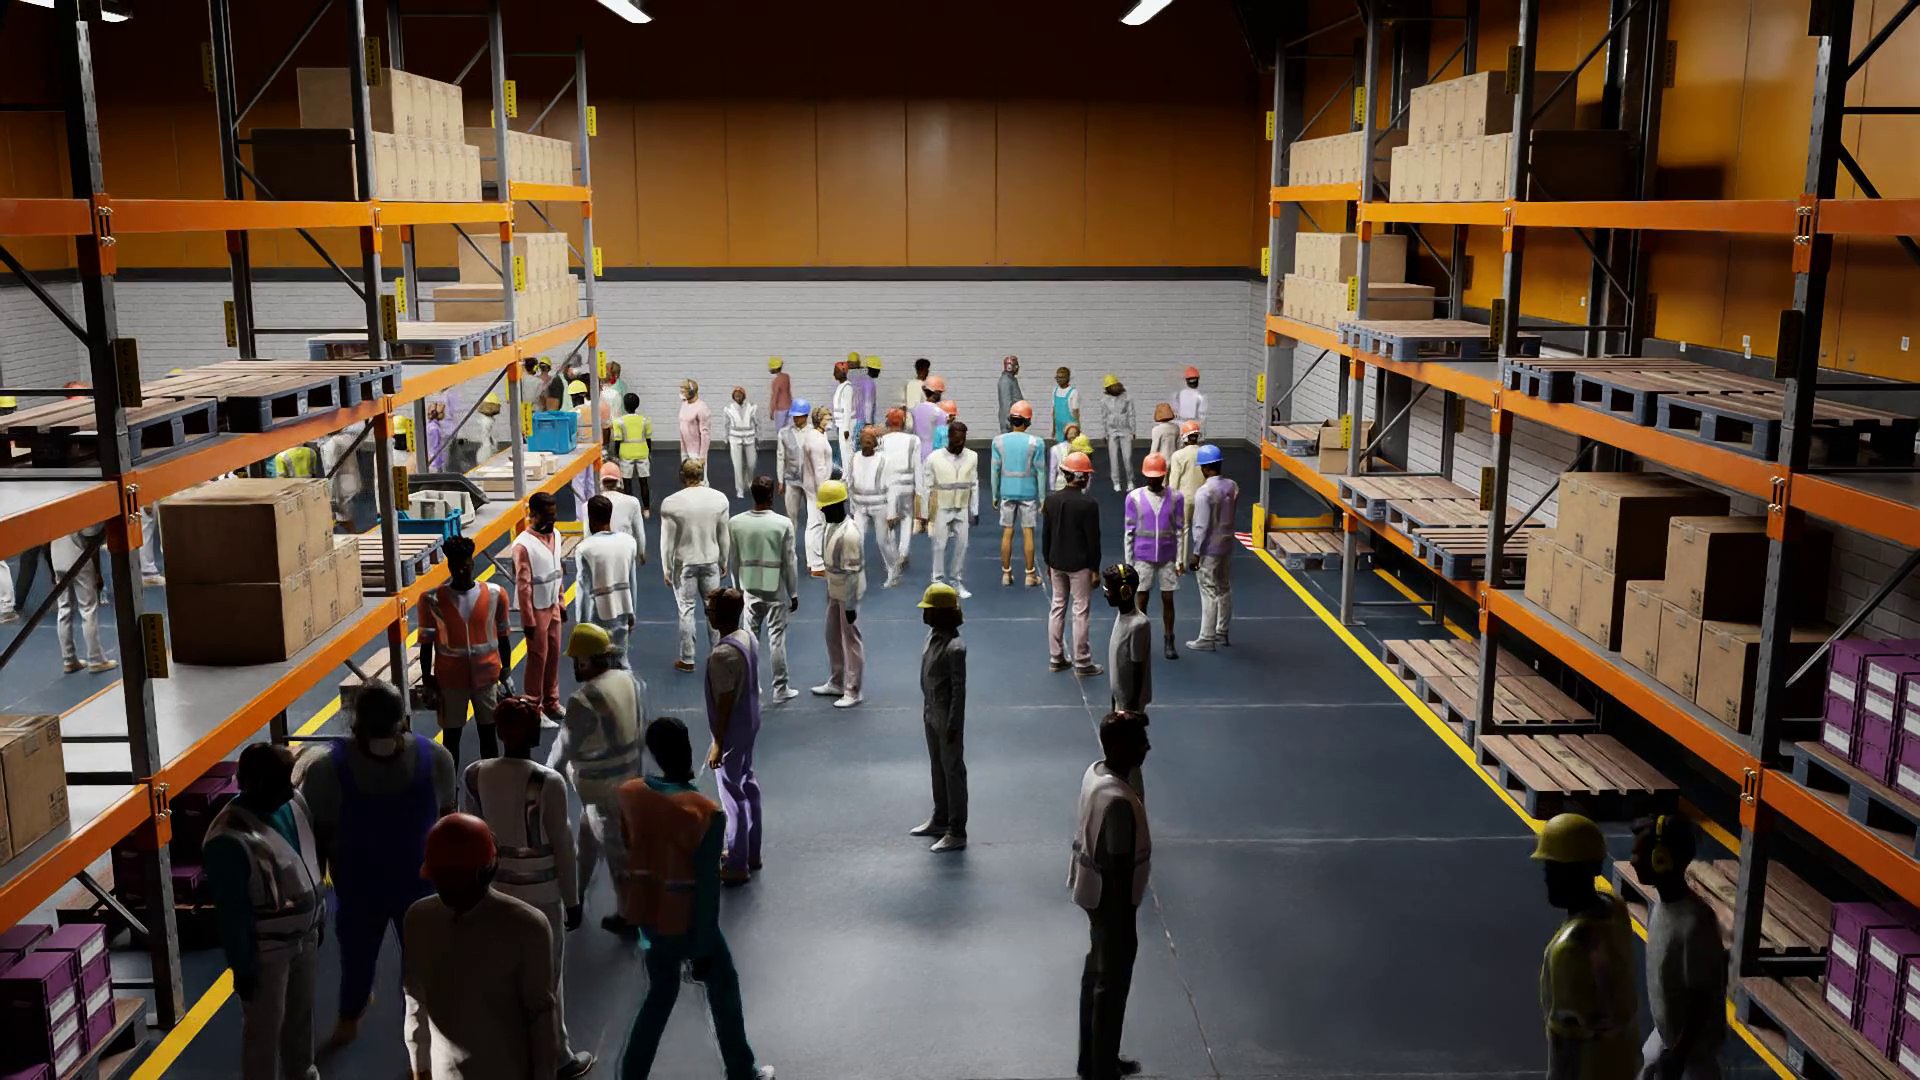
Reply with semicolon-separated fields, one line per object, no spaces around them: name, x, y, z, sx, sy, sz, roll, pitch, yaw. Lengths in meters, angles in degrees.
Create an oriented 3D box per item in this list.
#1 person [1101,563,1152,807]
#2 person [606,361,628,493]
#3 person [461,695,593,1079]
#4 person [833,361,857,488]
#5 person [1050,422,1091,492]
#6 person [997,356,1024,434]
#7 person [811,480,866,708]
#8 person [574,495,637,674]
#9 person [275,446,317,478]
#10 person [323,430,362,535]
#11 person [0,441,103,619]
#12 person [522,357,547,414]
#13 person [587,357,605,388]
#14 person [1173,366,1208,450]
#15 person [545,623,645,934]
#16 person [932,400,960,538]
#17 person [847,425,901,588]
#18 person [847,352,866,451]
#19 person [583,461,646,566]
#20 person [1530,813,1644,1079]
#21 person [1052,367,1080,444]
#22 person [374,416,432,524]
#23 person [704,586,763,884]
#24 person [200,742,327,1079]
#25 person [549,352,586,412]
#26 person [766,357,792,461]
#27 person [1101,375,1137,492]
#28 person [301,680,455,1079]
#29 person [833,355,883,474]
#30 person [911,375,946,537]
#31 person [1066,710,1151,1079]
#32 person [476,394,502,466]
person;1.060;1.066;10.766;0.349;1.856;0.528;-1;11;-7
person;-4.939;-1.610;23.960;0.379;1.940;0.629;-1;11;-4
person;-2.027;1.644;7.788;0.573;1.883;0.353;4;12;20
person;-1.706;-1.704;24.607;0.351;1.878;0.568;-2;12;-12
person;1.297;-0.597;19.673;0.518;1.627;0.435;-2;12;-11
person;0.768;-1.824;25.116;0.407;1.910;0.639;1;11;3
person;-0.997;0.439;13.800;0.430;1.905;0.632;-4;12;-19
person;-2.749;0.596;12.989;0.401;1.908;0.598;7;13;33
person;-7.575;-0.501;19.034;0.321;1.689;0.529;7;13;32
person;-6.968;-0.555;18.738;0.491;1.907;0.573;2;11;8
person;-9.265;-0.158;16.752;0.693;1.927;1.055;9;14;38
person;-6.680;-1.941;25.952;0.531;1.821;0.951;5;12;22
person;-5.972;-2.187;27.321;0.326;1.752;0.559;7;13;30
person;3.261;-1.517;23.673;0.534;1.893;0.955;6;13;29
person;-2.160;1.348;9.481;0.854;1.790;0.603;3;12;16
person;-0.178;-0.889;20.856;0.352;1.738;0.573;-3;12;-15
person;-0.921;-0.333;17.862;0.592;1.843;0.924;5;12;25
person;-1.762;-2.275;27.787;0.486;1.744;0.294;2;11;10
person;-3.310;0.110;15.895;0.561;1.719;0.831;1;11;4
person;2.277;1.955;6.176;0.447;1.903;0.641;8;14;35
person;1.550;-1.613;24.259;0.394;1.835;0.522;-8;14;-36
person;-5.932;-0.369;17.764;0.595;1.925;0.373;-3;12;-13
person;-1.399;1.185;10.181;0.331;1.844;0.521;3;12;15
person;-3.016;1.765;7.327;0.429;1.831;0.634;2;11;10
person;-5.761;-1.823;24.776;0.700;2.000;0.758;-7;13;-33
person;-2.920;-2.120;27.029;0.363;1.737;0.561;4;12;18
person;2.320;-1.550;24.235;0.544;1.714;0.362;4;12;19
person;-2.765;1.534;7.937;0.708;2.000;0.885;-6;13;-27
person;-1.517;-1.934;25.787;0.950;1.880;0.618;-1;11;-3
person;-0.353;-1.059;20.978;0.411;2.030;0.606;-10;15;-42
person;0.691;1.687;7.707;0.377;1.836;0.598;-1;11;-6
person;-6.142;-1.050;21.733;0.359;1.708;0.542;-2;12;-12
